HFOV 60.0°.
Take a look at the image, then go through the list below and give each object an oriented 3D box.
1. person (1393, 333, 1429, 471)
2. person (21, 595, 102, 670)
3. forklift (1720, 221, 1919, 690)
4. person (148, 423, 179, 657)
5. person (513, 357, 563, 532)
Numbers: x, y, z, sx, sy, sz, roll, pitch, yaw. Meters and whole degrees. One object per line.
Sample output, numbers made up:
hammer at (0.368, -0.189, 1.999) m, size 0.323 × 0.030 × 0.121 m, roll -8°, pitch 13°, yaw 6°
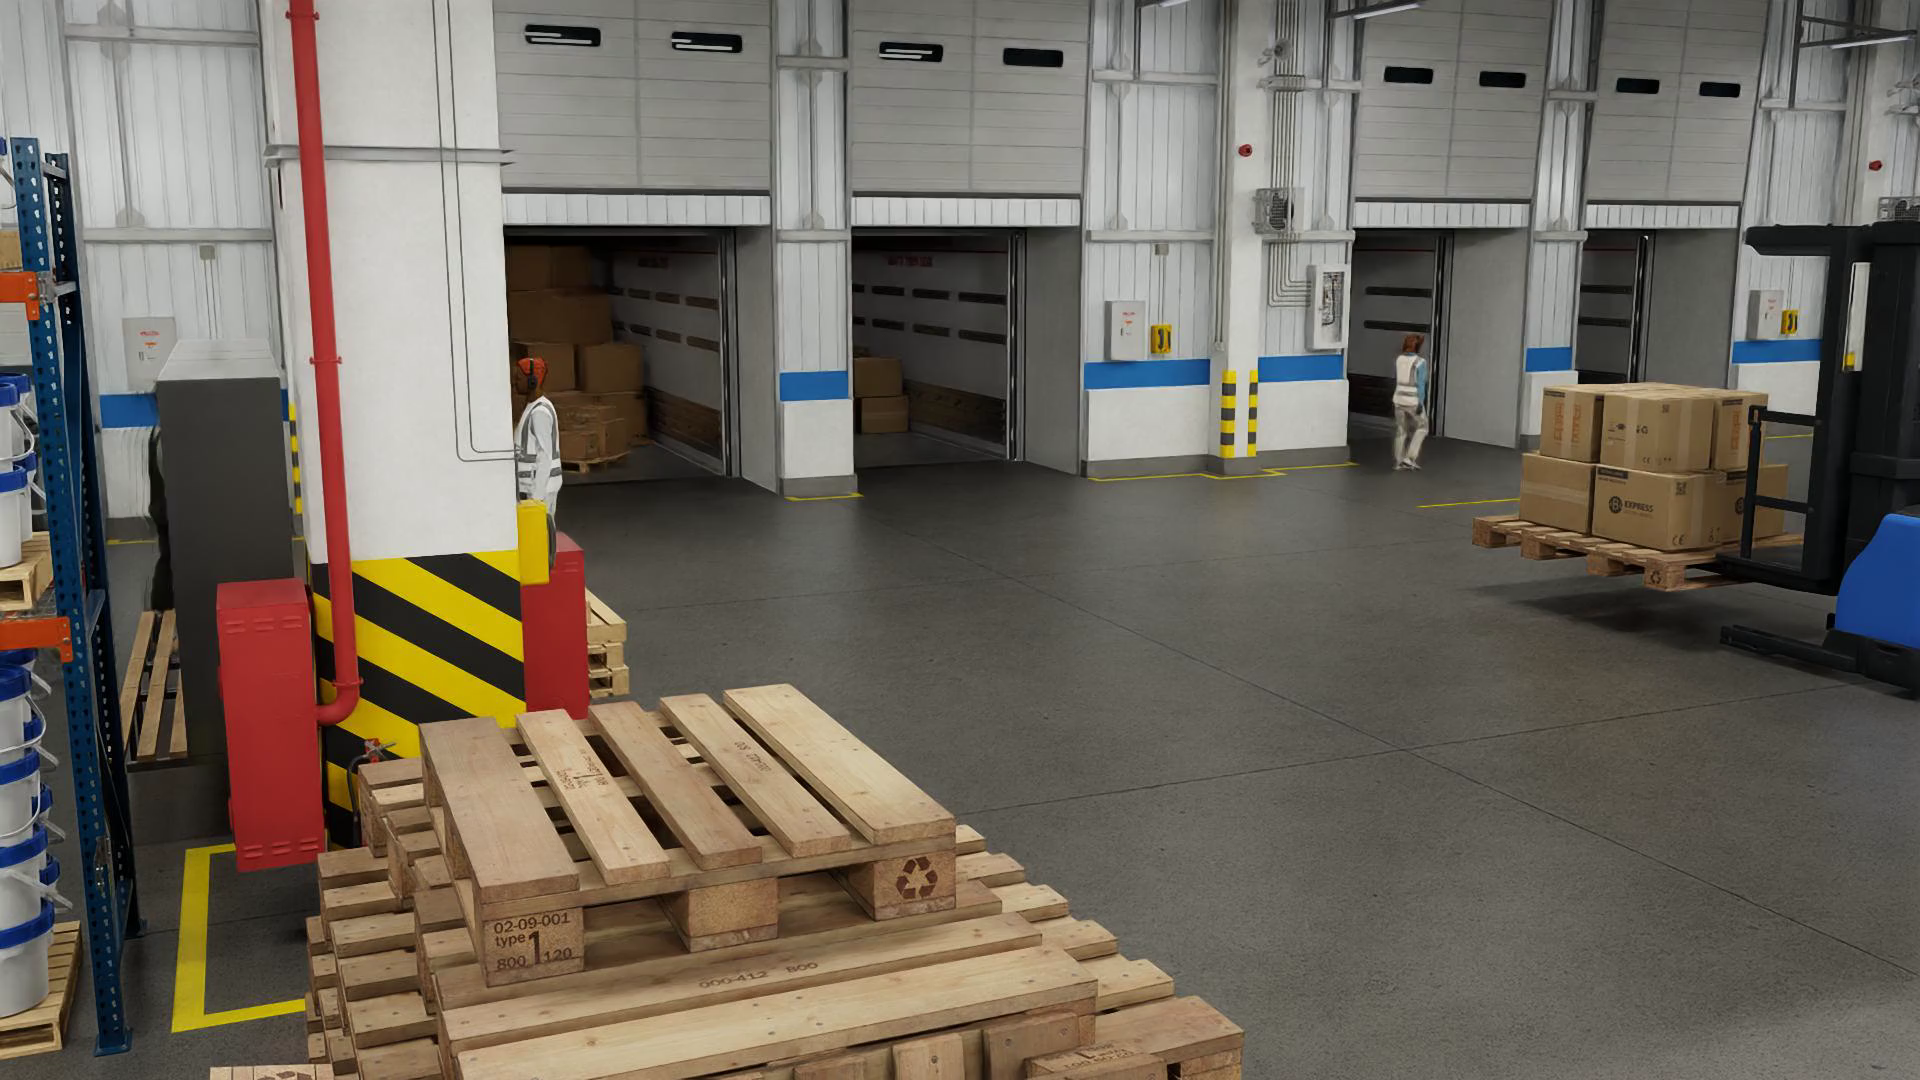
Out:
person at (5.277, -1.603, 19.494) m, size 0.375 × 1.625 × 0.516 m, roll -6°, pitch 12°, yaw -31°
person at (-5.726, 0.062, 10.067) m, size 0.507 × 1.696 × 0.897 m, roll 5°, pitch 11°, yaw 26°
forklift at (5.949, -0.550, 10.218) m, size 1.129 × 2.768 × 1.873 m, roll -4°, pitch 11°, yaw -23°
person at (-5.026, -0.158, 10.976) m, size 0.816 × 1.813 × 0.538 m, roll -10°, pitch 14°, yaw -43°
person at (-3.049, -0.373, 11.995) m, size 0.355 × 1.882 × 0.576 m, roll -3°, pitch 11°, yaw -18°
